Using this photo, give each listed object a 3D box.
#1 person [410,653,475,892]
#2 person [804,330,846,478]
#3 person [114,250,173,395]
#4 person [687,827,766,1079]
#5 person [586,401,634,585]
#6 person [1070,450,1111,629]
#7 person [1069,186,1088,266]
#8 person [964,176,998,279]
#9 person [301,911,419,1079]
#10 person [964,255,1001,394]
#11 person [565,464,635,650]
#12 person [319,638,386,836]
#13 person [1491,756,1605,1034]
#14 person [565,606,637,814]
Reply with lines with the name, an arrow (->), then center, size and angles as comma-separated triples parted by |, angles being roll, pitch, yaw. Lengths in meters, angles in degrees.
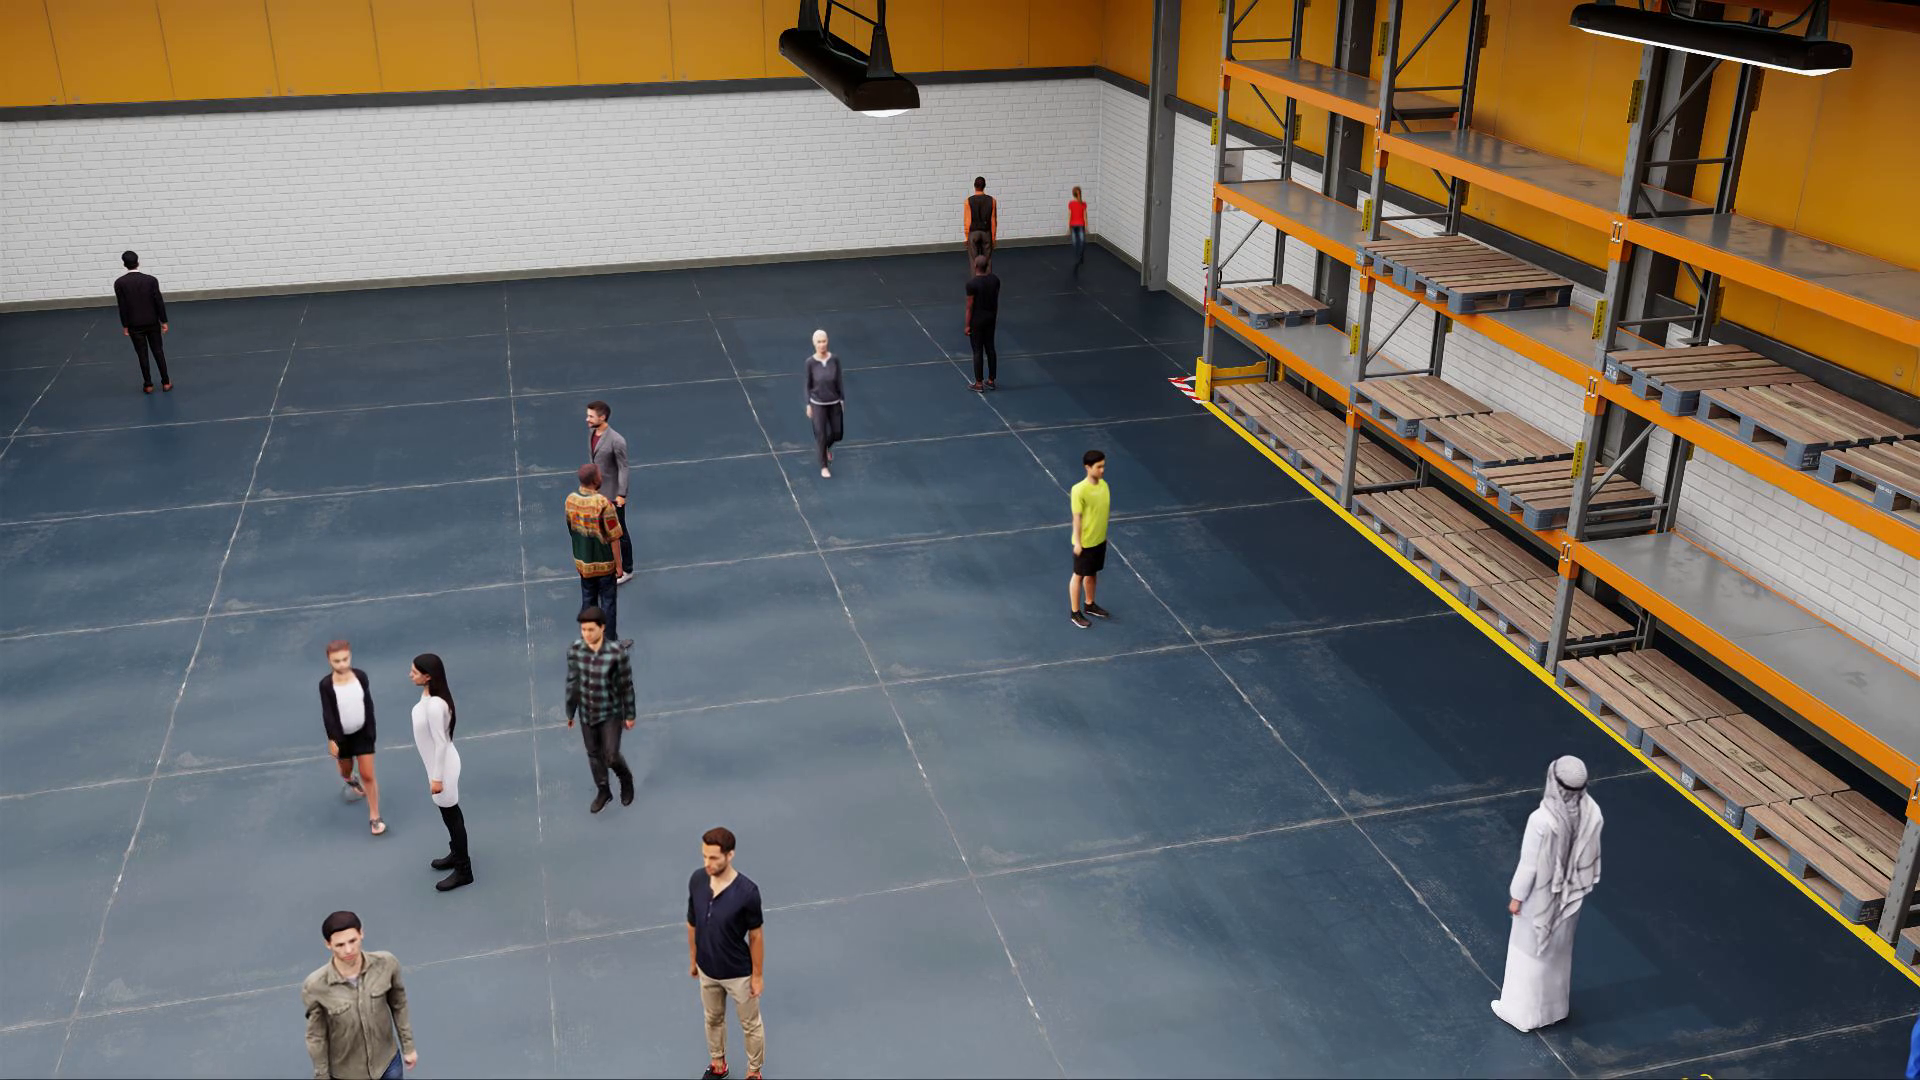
person -> -3.628, 1.601, 11.673 | 0.681, 1.809, 0.494 | -8, 25, -18
person -> -1.568, -1.601, 19.119 | 0.652, 1.712, 0.785 | -8, 25, -18
person -> -10.706, -2.861, 21.787 | 0.755, 1.882, 0.647 | -13, 27, -27
person -> -1.347, 2.458, 9.649 | 0.706, 1.858, 0.732 | 9, 25, 20
person -> -3.469, -0.486, 16.367 | 0.735, 1.872, 0.843 | 19, 30, 37
person -> 1.203, -0.039, 15.551 | 0.720, 1.708, 0.704 | 20, 30, 38
person -> 1.979, -5.295, 28.081 | 0.529, 1.301, 0.565 | 1, 24, 3
person -> 0.318, -4.734, 26.041 | 0.704, 1.908, 0.624 | -4, 24, -9
person -> -3.192, 2.780, 8.903 | 0.778, 1.865, 0.732 | -16, 28, -33
person -> 0.296, -2.847, 21.835 | 0.727, 1.818, 0.673 | -14, 27, -29
person -> -3.275, 0.166, 14.957 | 0.826, 1.806, 0.873 | 11, 26, 23
person -> -4.578, 1.406, 12.467 | 0.692, 1.529, 1.067 | -14, 27, -29
person -> 3.630, 2.171, 10.220 | 0.682, 1.927, 0.639 | -8, 25, -17
person -> -2.684, 1.233, 12.492 | 0.809, 1.705, 0.808 | 6, 24, 14
